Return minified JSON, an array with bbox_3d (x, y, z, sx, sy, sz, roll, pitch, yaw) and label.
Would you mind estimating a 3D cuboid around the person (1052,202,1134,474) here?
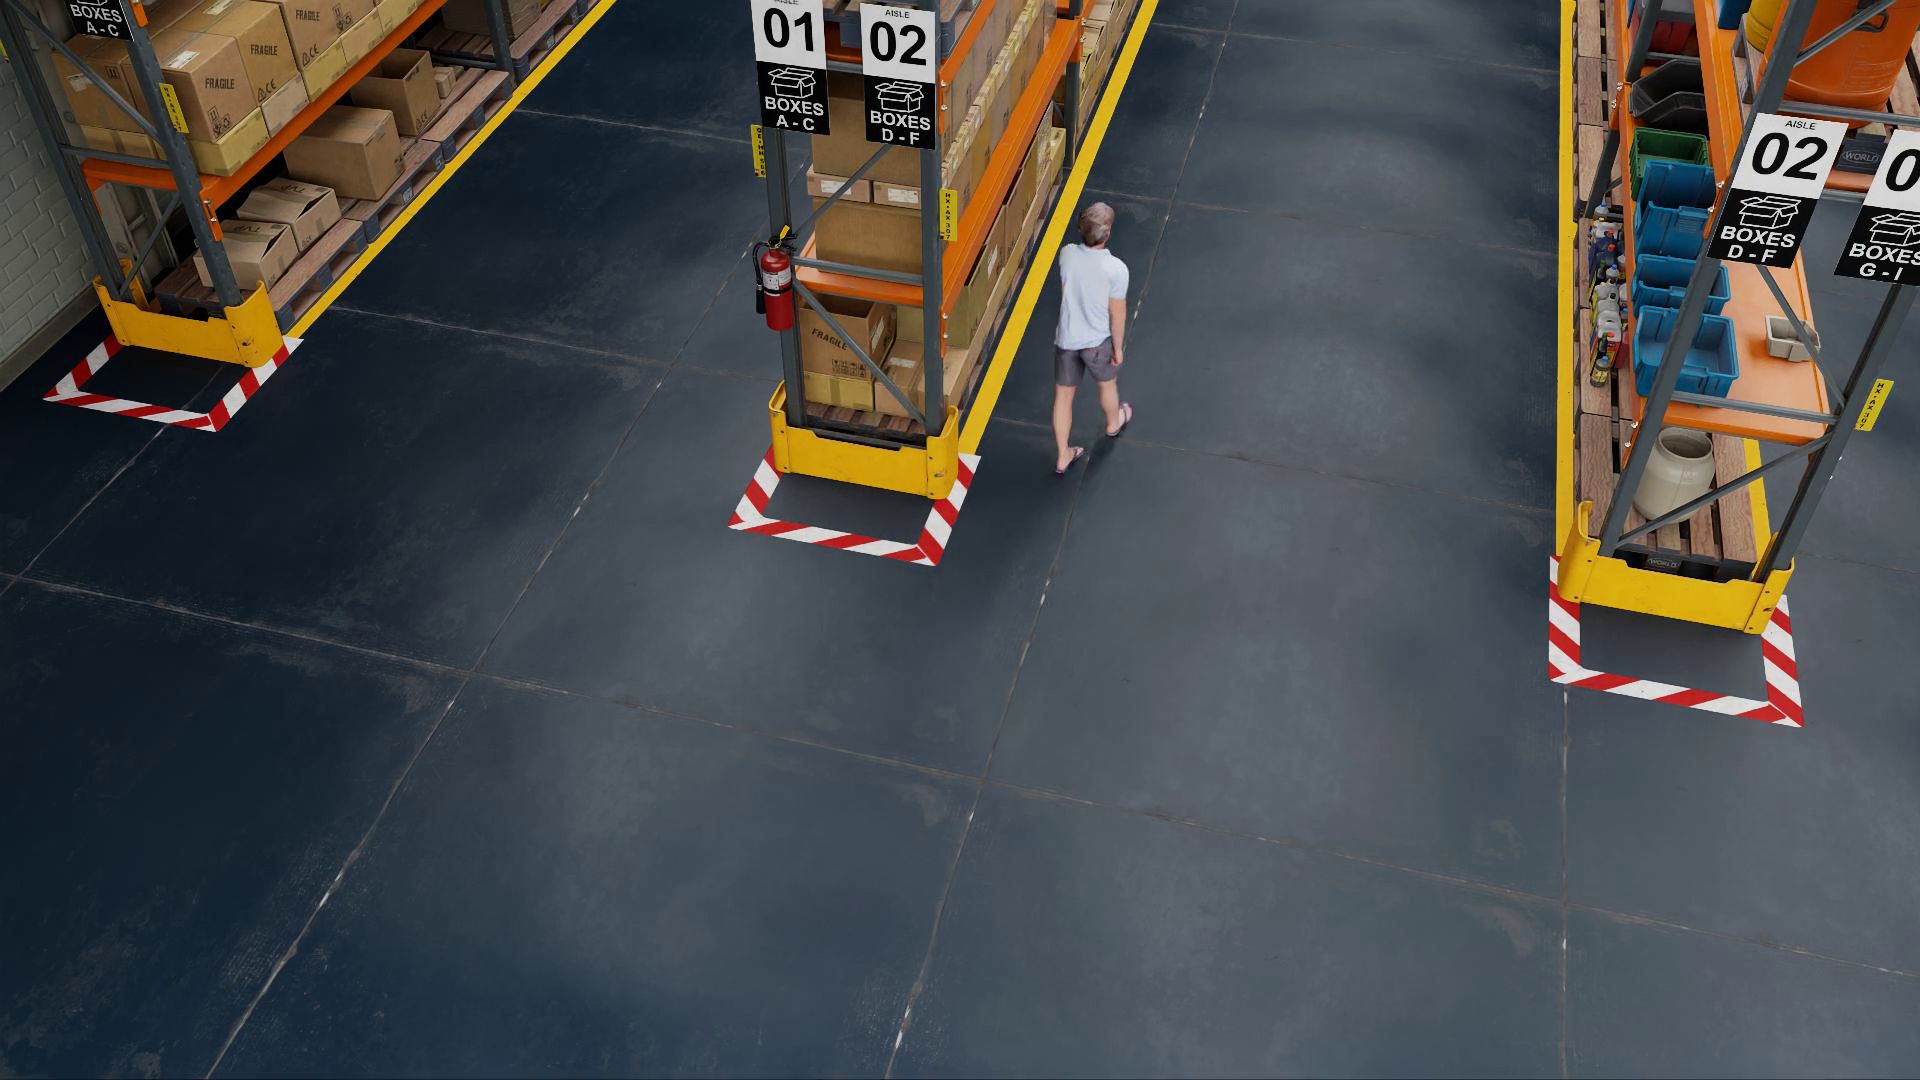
[{"bbox_3d":[0.719,-1.165,10.169,0.788,1.803,1.050,20,47,20],"label":"person"}]
